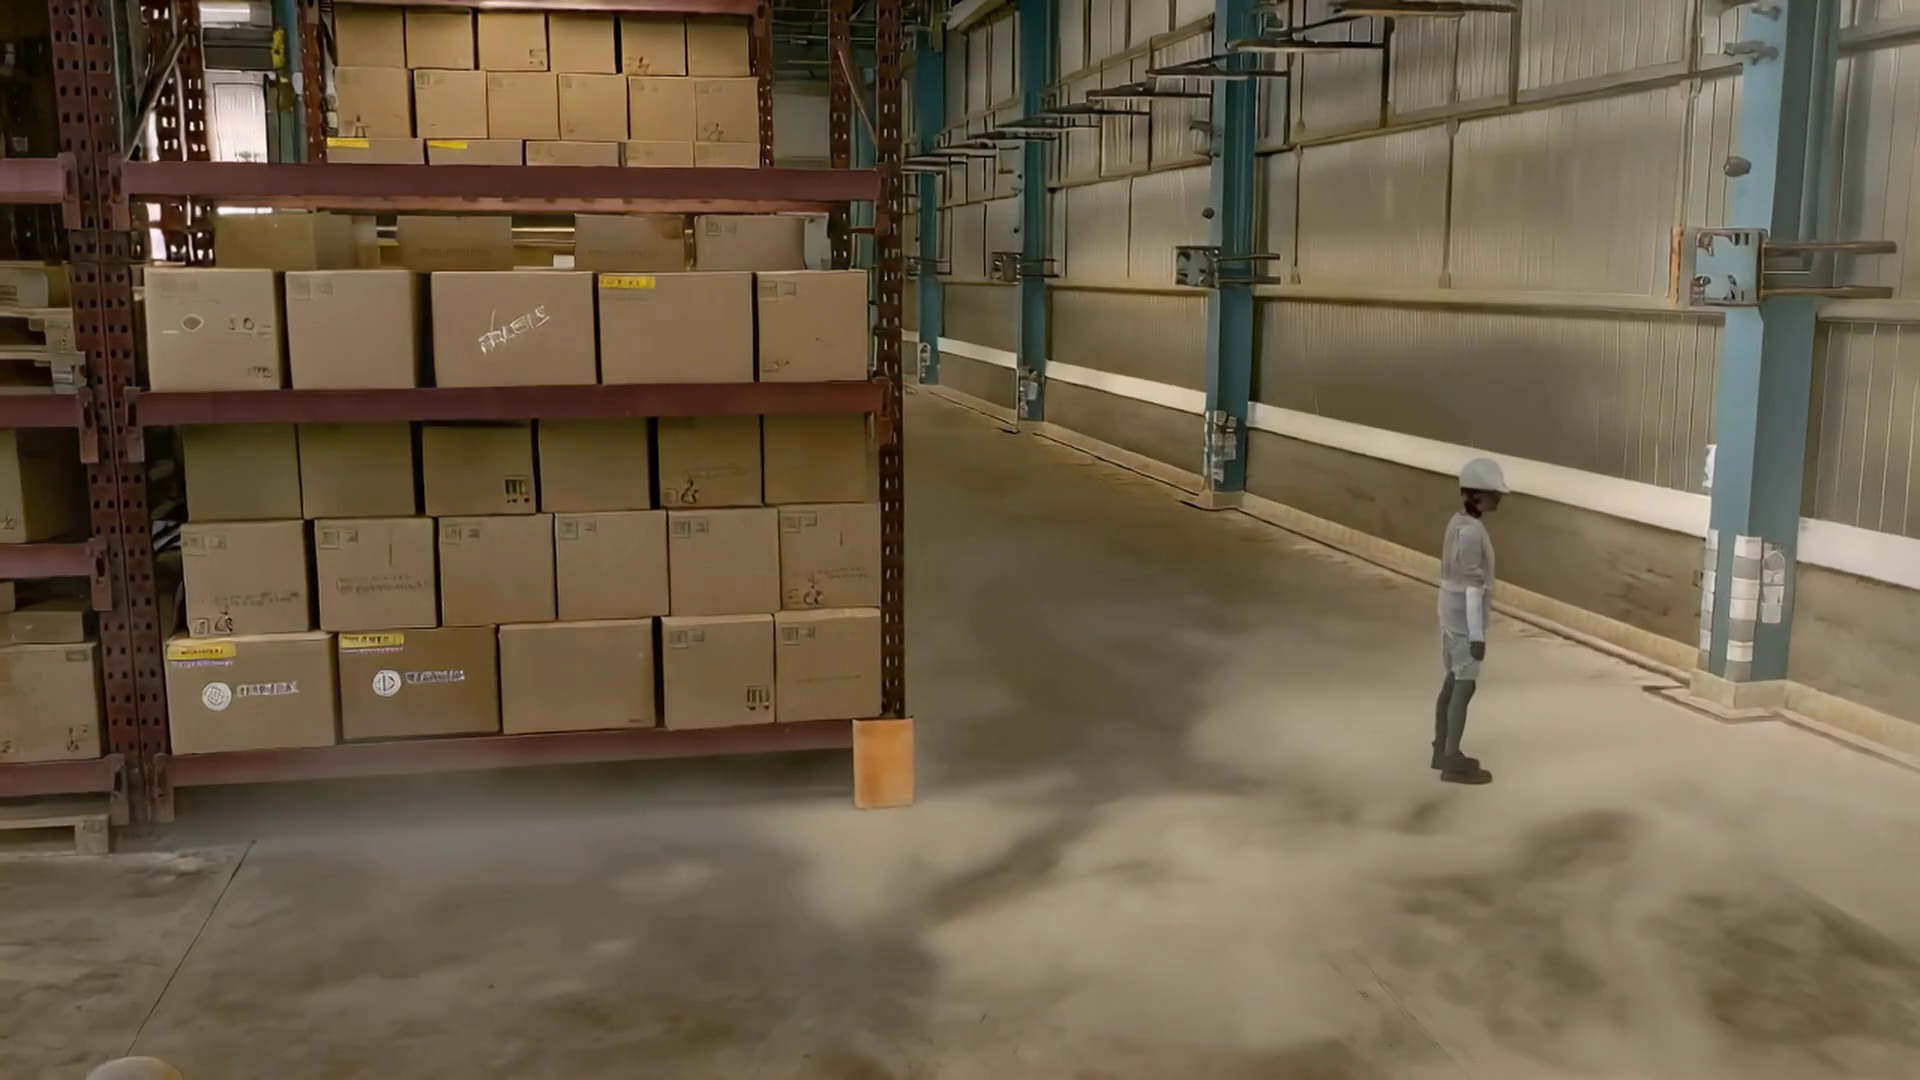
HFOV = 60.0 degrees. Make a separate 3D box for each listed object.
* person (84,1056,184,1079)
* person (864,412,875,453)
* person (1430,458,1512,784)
[{"bbox_3d":[-1.483,1.722,2.917,0.521,1.681,0.880,1,9,4],"label":"person"},{"bbox_3d":[-1.427,-1.493,22.264,0.602,1.784,0.954,0,9,-3],"label":"person"},{"bbox_3d":[3.018,0.475,9.820,0.385,1.930,0.540,1,9,7],"label":"person"}]
